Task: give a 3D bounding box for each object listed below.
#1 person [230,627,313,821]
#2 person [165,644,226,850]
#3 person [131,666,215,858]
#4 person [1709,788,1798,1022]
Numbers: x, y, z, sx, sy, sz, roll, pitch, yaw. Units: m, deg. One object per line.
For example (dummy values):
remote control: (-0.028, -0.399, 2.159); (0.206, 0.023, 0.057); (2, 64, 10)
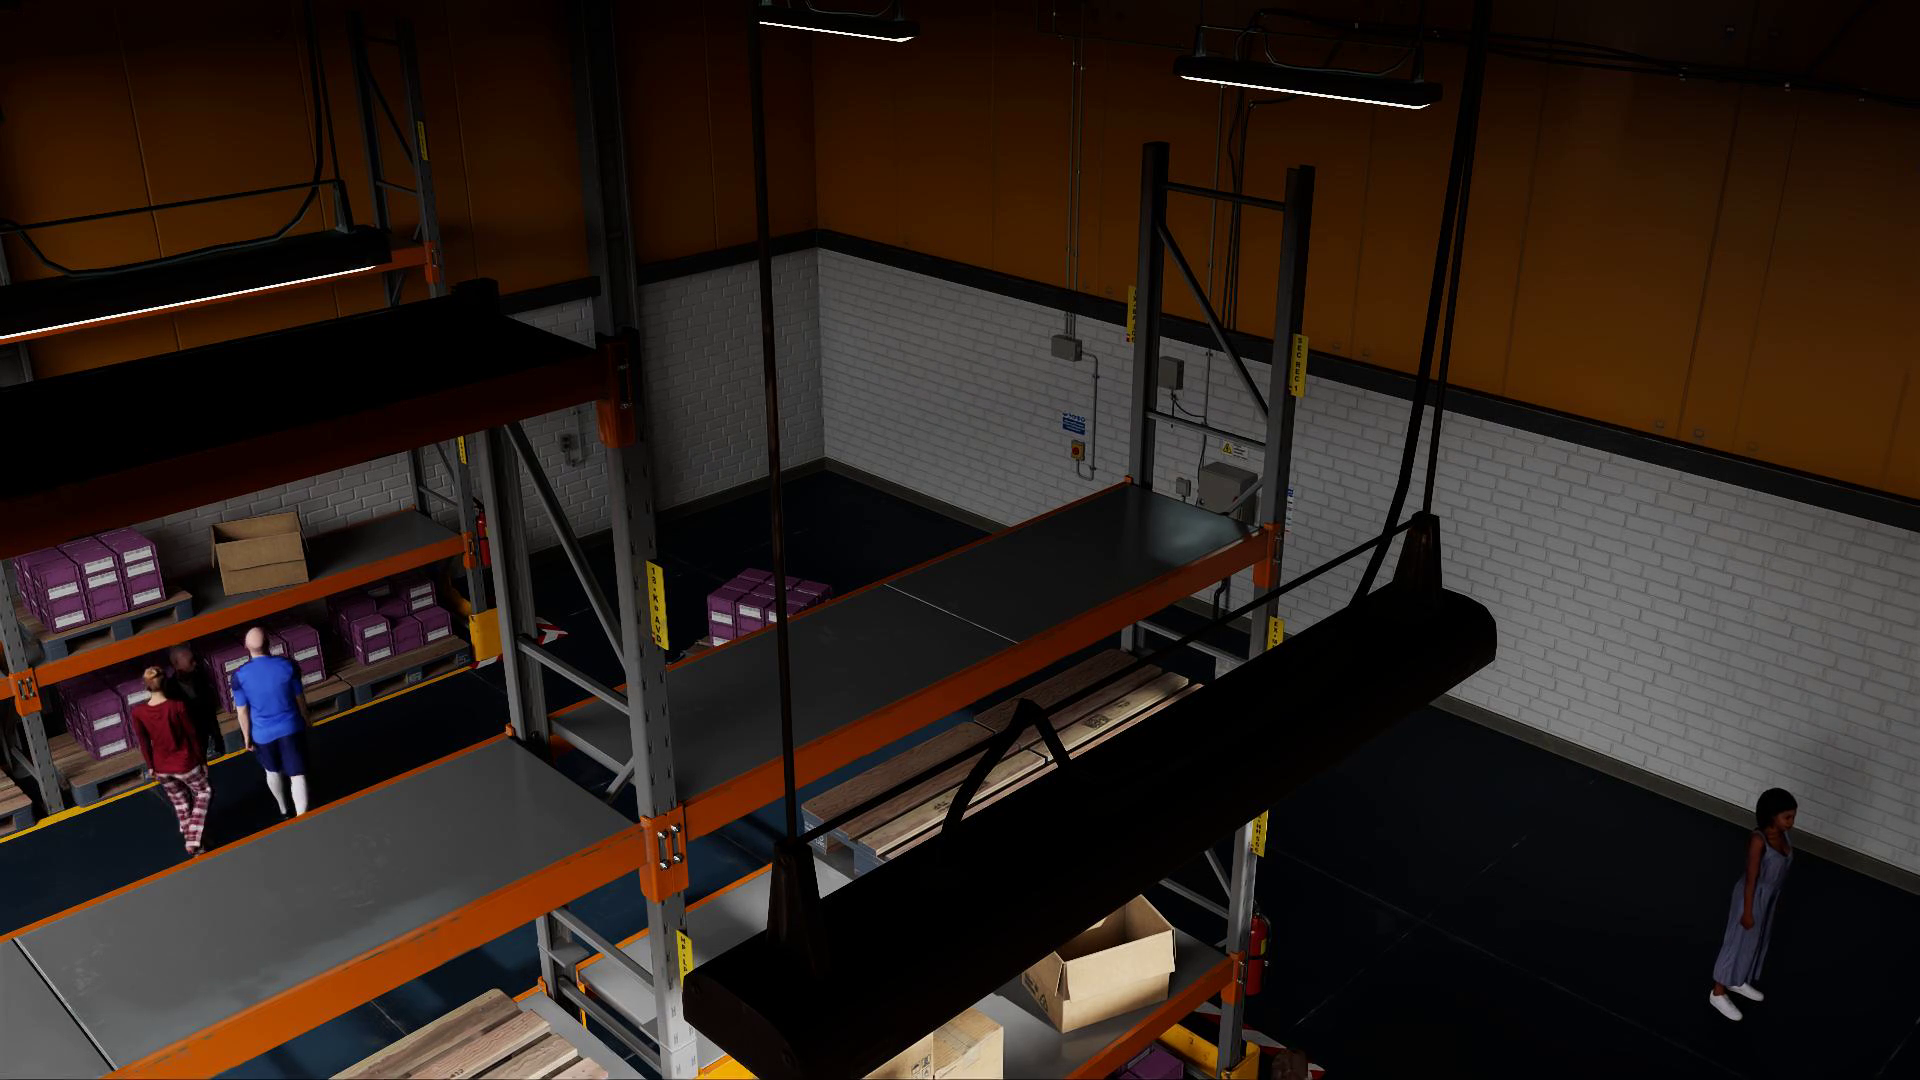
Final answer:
person: (-5.381, 1.553, 13.131); (1.194, 1.813, 1.051); (-9, 25, -20)
person: (-6.151, 1.614, 13.096); (0.865, 1.730, 0.795); (11, 26, 24)
person: (-6.053, 1.762, 12.801); (0.795, 1.694, 0.859); (-1, 24, -3)
person: (5.392, 2.427, 11.273); (0.483, 1.700, 0.660); (-18, 29, -35)
